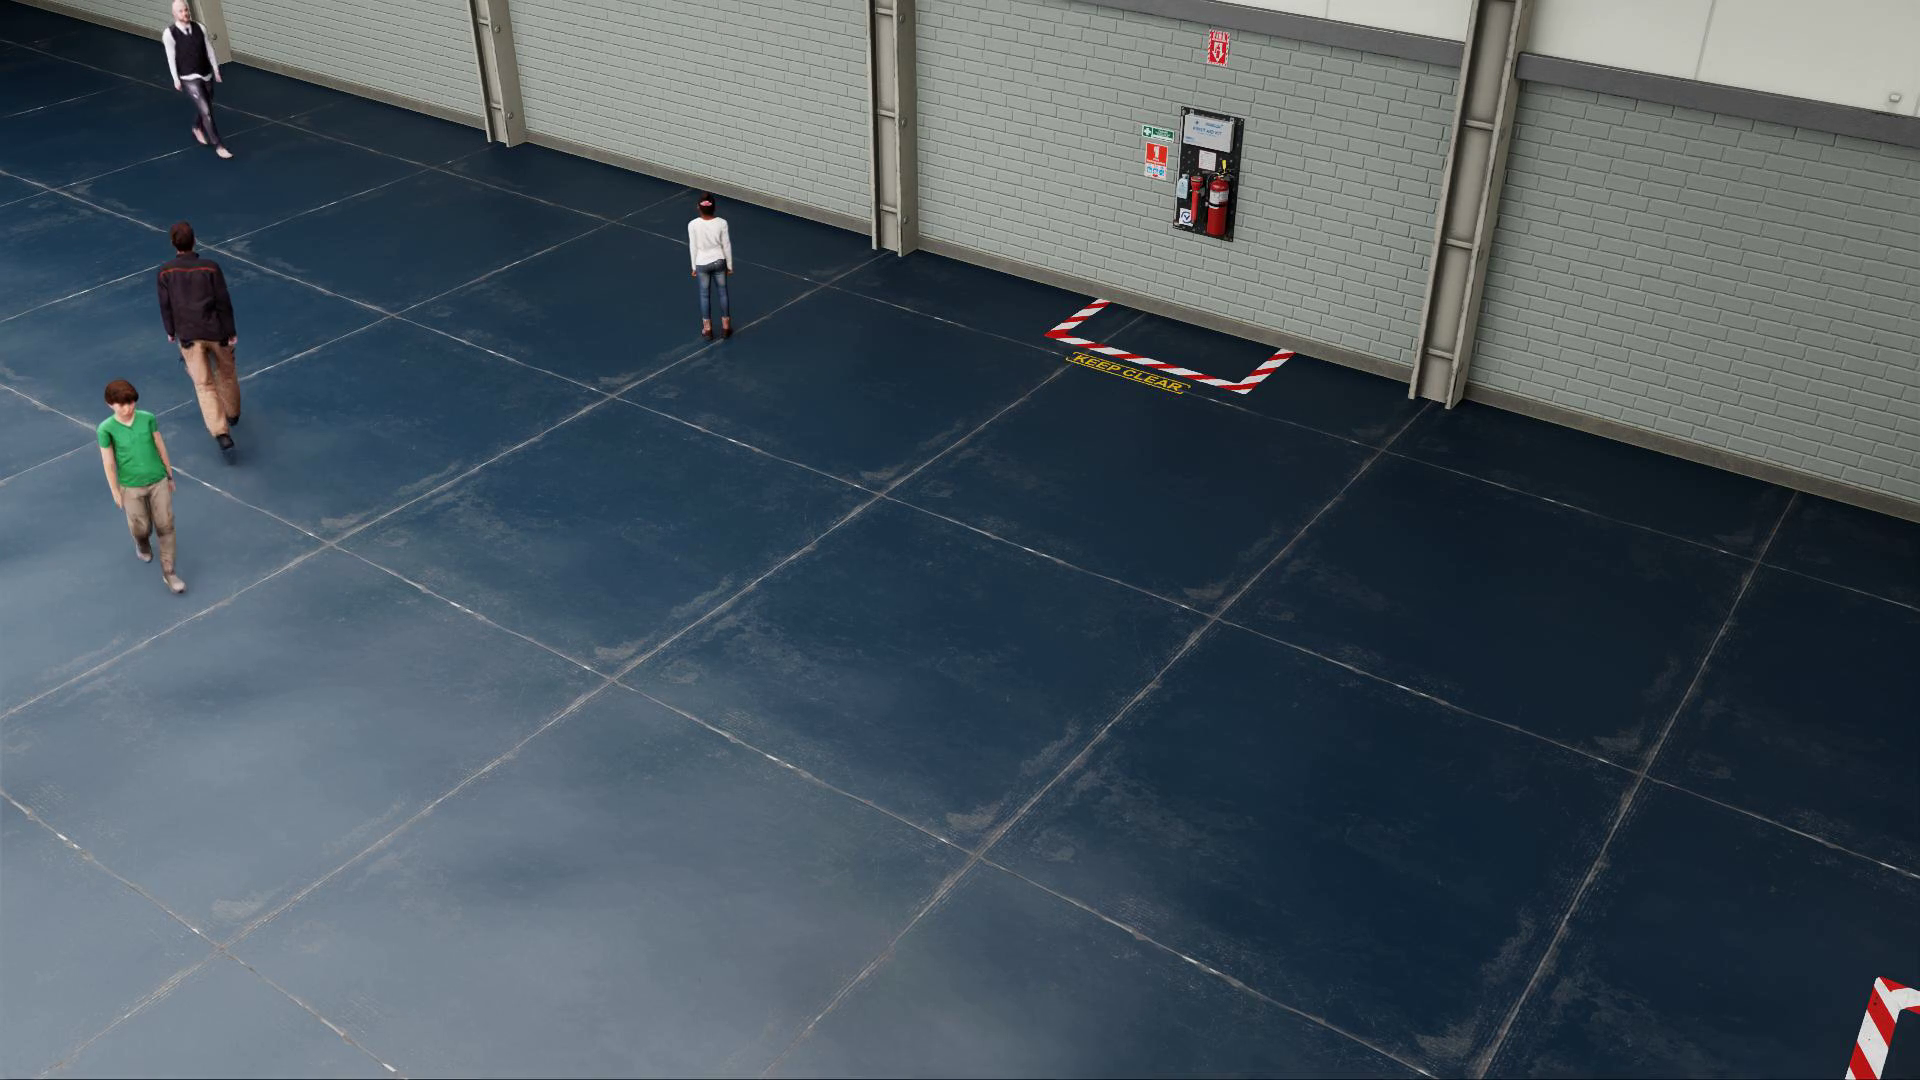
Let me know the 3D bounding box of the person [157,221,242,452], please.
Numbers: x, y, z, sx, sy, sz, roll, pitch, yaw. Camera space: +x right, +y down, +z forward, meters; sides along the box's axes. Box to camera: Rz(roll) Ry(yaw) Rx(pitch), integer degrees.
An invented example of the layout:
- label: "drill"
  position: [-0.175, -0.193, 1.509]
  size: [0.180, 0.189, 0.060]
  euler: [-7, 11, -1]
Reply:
- label: "person"
  position: [-6.171, -1.615, 13.545]
  size: [1.082, 1.892, 1.321]
  euler: [-15, 35, -22]

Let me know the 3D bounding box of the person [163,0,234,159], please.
- label: "person"
  position: [-9.105, -5.486, 19.784]
  size: [1.227, 1.782, 0.767]
  euler: [24, 40, 33]

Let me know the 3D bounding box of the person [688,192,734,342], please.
- label: "person"
  position: [-2.315, -2.565, 15.462]
  size: [0.600, 1.453, 0.657]
  euler: [-6, 33, -9]

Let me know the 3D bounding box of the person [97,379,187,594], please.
- label: "person"
  position: [-5.868, -0.430, 11.905]
  size: [0.720, 1.635, 0.947]
  euler: [-23, 39, -32]
